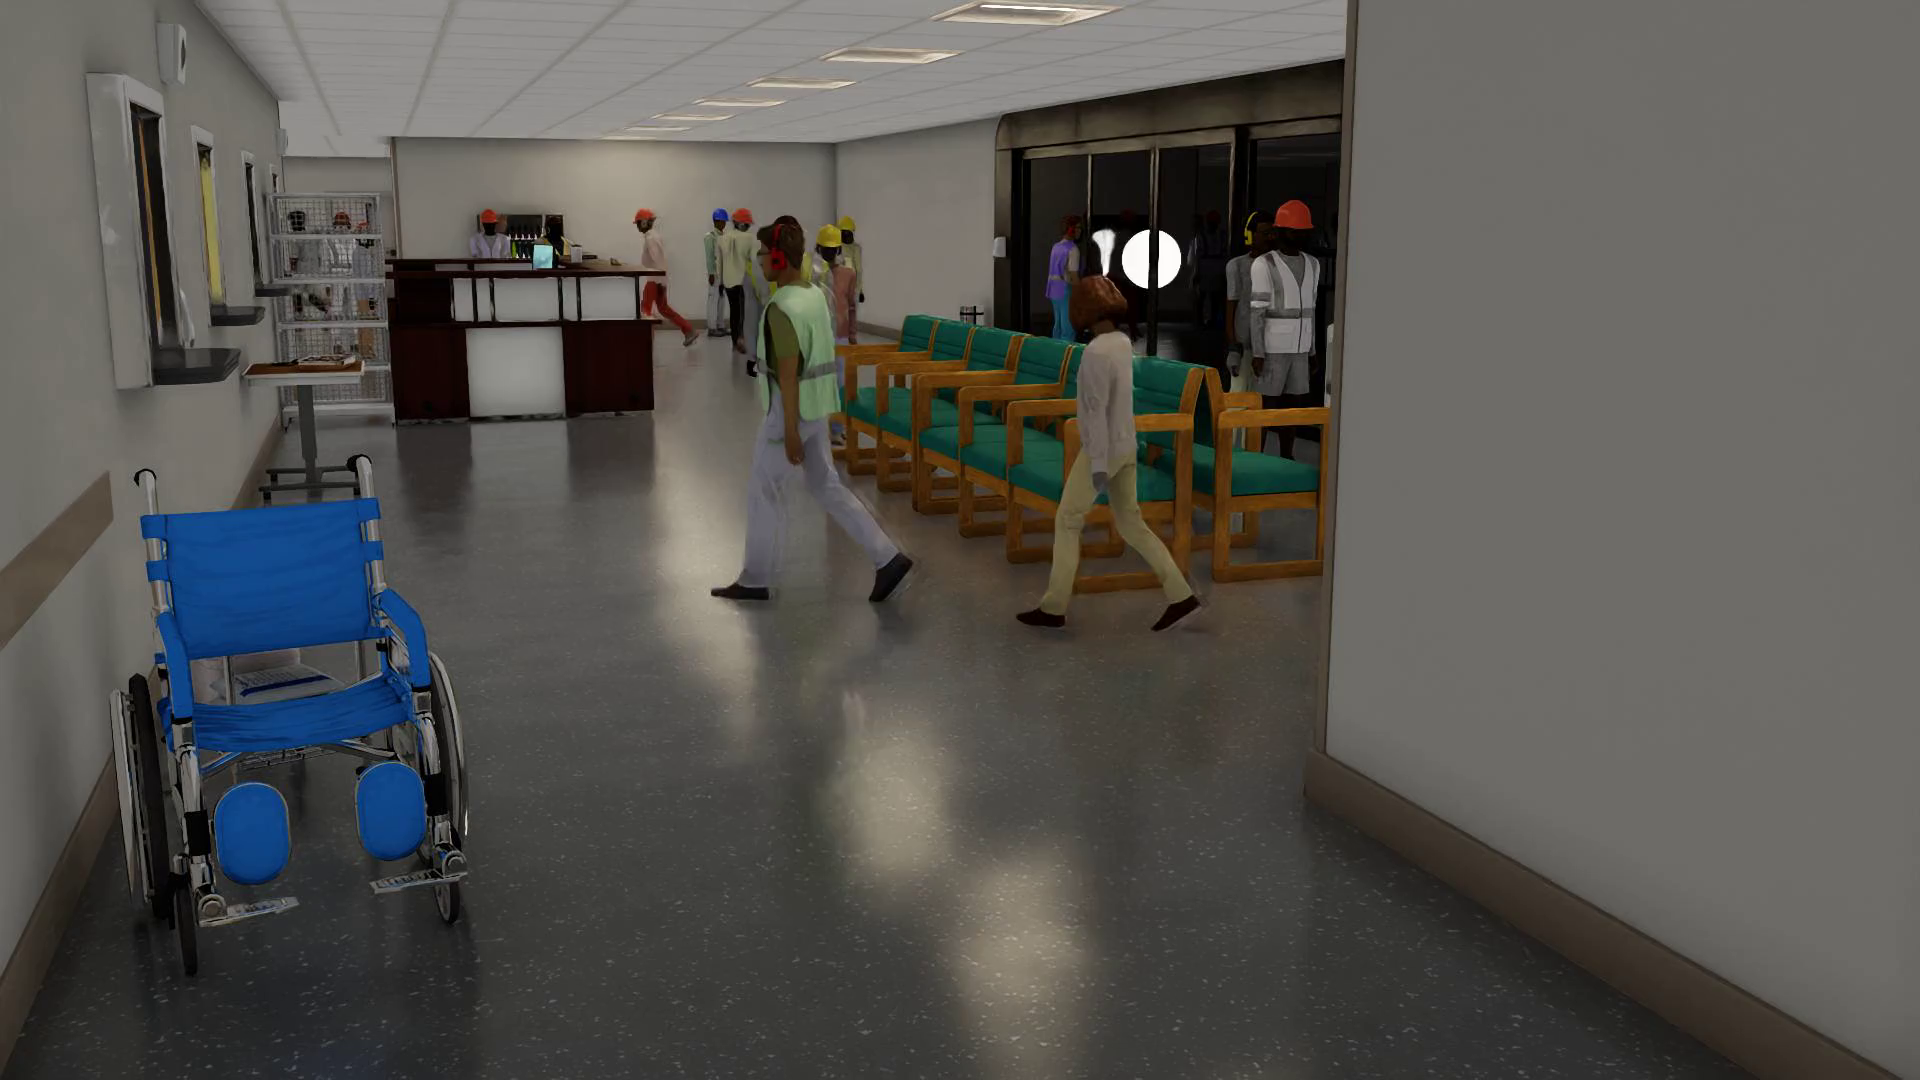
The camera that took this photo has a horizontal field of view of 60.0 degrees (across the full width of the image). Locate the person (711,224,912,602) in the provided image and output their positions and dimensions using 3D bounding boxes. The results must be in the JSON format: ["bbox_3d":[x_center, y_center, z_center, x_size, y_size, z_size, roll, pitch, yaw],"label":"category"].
[{"bbox_3d":[-0.701,-0.583,7.860,0.933,1.810,0.575,3,12,17],"label":"person"}]

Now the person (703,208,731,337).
[{"bbox_3d":[-3.687,-4.091,25.481,0.407,1.942,0.615,4,12,19],"label":"person"}]

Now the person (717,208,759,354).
[{"bbox_3d":[-2.998,-3.476,22.355,0.658,1.947,0.904,3,11,15],"label":"person"}]

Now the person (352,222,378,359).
[{"bbox_3d":[-7.281,-3.017,20.463,0.330,1.751,0.564,-6,13,-29],"label":"person"}]

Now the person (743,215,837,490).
[{"bbox_3d":[-1.140,-1.248,11.181,0.621,1.838,0.429,-2,11,-8],"label":"person"}]

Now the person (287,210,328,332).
[{"bbox_3d":[-10.327,-4.221,26.207,0.781,1.927,0.636,6,13,29],"label":"person"}]

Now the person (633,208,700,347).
[{"bbox_3d":[-4.070,-3.564,22.795,0.918,1.948,0.670,-1,11,-4],"label":"person"}]

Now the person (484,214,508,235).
[{"bbox_3d":[-6.606,-3.665,23.508,0.500,1.863,0.685,-8,14,-37],"label":"person"}]

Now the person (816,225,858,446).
[{"bbox_3d":[-1.035,-1.603,13.185,0.527,1.765,0.328,-7,13,-33],"label":"person"}]

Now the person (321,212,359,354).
[{"bbox_3d":[-8.257,-3.444,22.324,0.354,1.881,0.576,11,15,43],"label":"person"}]

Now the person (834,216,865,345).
[{"bbox_3d":[-1.443,-3.182,21.108,0.403,1.830,0.600,11,15,43],"label":"person"}]

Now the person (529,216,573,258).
[{"bbox_3d":[-4.999,-3.081,20.600,0.429,1.837,0.626,9,14,40],"label":"person"}]

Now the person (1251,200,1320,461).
[{"bbox_3d":[2.199,-1.294,11.154,0.551,1.935,0.372,-6,13,-29],"label":"person"}]

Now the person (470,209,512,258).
[{"bbox_3d":[-6.522,-3.638,23.208,0.545,1.931,0.380,-3,11,-16],"label":"person"}]

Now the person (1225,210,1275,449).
[{"bbox_3d":[2.014,-1.303,11.380,0.520,1.869,0.333,-9,14,-38],"label":"person"}]

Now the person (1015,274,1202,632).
[{"bbox_3d":[0.698,-0.376,7.353,0.793,1.584,0.509,5,12,26],"label":"person"}]

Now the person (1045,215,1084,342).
[{"bbox_3d":[1.134,-2.561,17.893,0.396,1.843,0.565,-4,12,-20],"label":"person"}]
